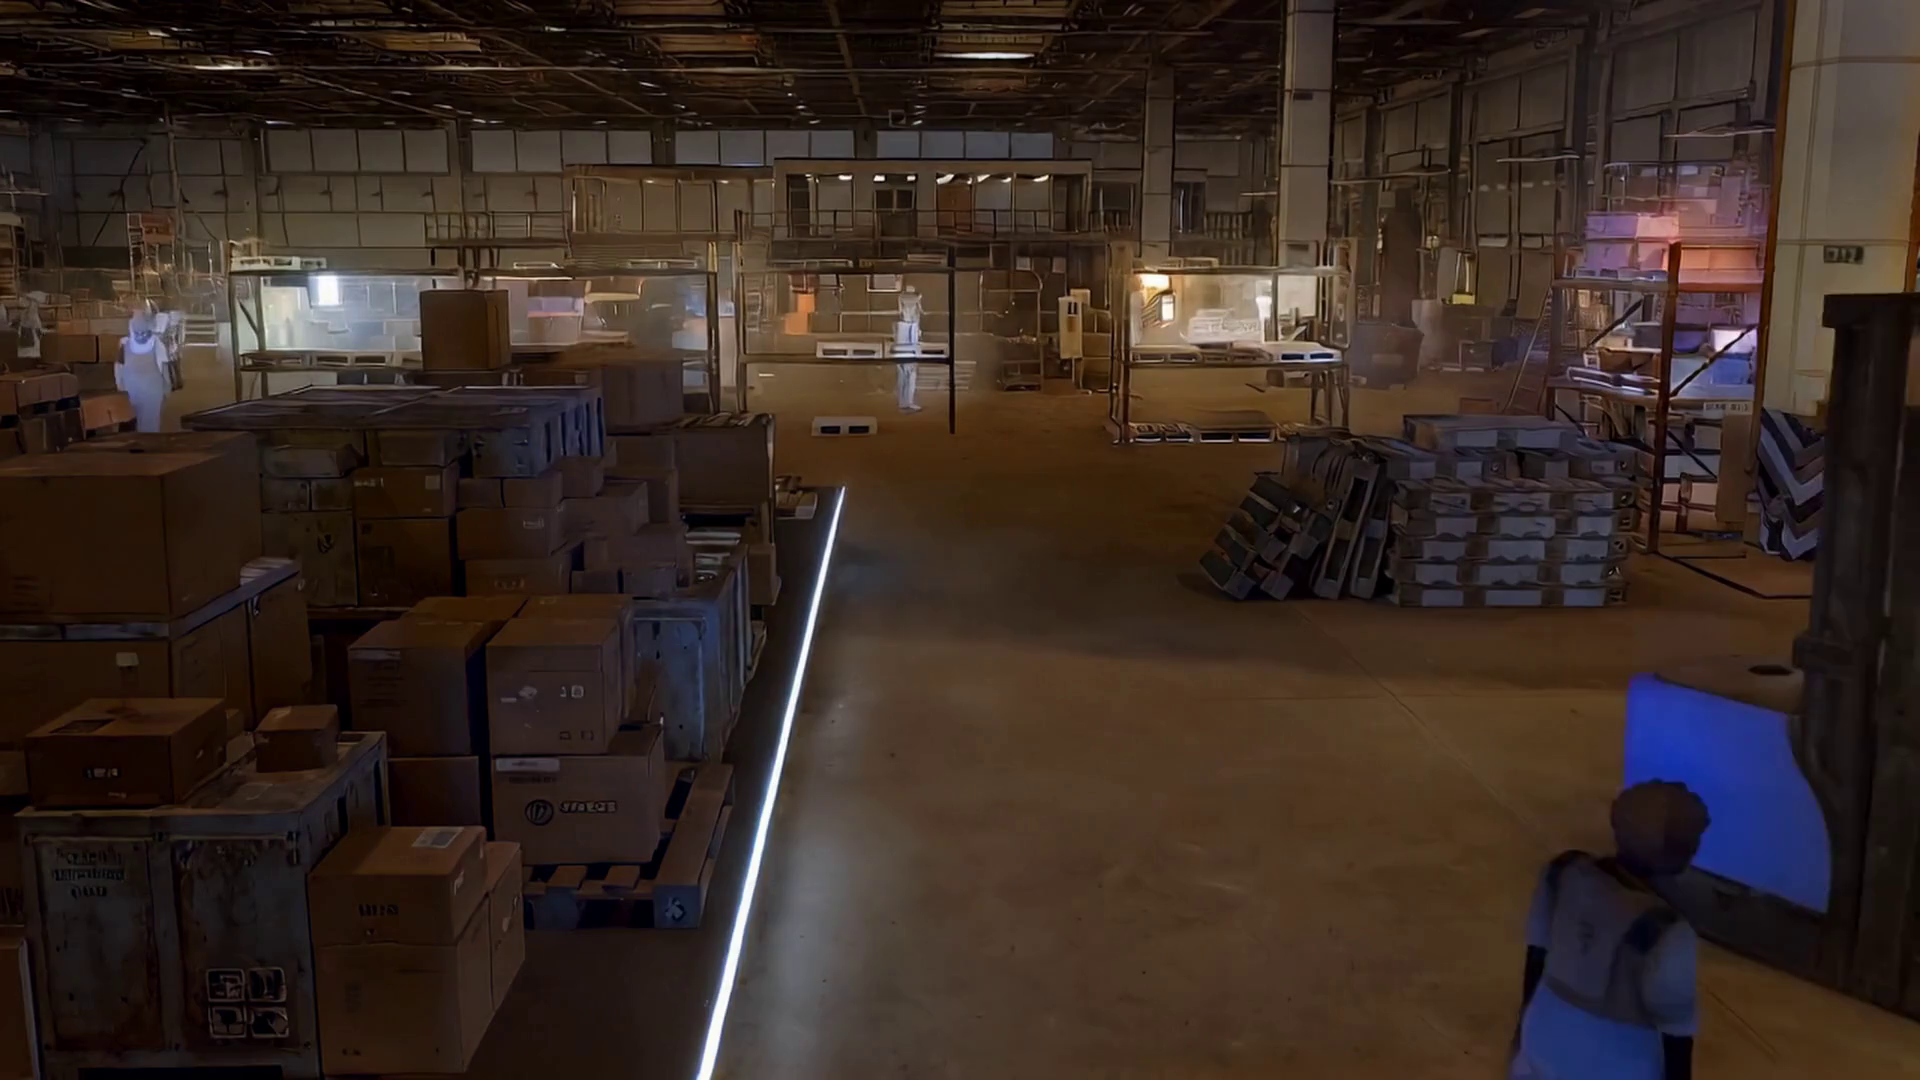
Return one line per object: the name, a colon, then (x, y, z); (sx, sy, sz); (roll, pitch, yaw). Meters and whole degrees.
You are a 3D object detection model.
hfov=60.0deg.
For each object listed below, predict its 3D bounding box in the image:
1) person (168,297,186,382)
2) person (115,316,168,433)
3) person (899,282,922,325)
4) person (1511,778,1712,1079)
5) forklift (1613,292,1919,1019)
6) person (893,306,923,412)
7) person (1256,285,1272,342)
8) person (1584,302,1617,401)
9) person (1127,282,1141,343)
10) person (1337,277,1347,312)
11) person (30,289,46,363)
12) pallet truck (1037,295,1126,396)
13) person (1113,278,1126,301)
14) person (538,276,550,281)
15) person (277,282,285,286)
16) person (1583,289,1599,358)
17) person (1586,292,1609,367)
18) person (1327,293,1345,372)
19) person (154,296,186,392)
person: (-17.152, -4.376, 36.296); (0.520, 1.836, 0.872); (-3, 11, -17)
person: (-11.665, -2.231, 23.749); (0.682, 2.000, 0.882); (-4, 11, -21)
person: (-1.366, -6.115, 45.674); (0.630, 1.940, 0.373); (0, 10, 1)
person: (1.674, 1.421, 4.471); (0.403, 1.659, 0.606); (-4, 11, -23)
forklift: (3.897, 0.368, 6.933); (1.129, 2.768, 1.873); (-6, 12, -30)
person: (-0.928, -3.234, 29.774); (0.584, 1.882, 0.344); (7, 12, 34)
person: (8.304, -5.998, 45.225); (0.530, 1.864, 0.313); (5, 11, 24)
person: (12.178, -3.565, 31.590); (0.612, 1.881, 0.960); (2, 10, 13)
person: (5.171, -6.778, 49.704); (0.431, 1.832, 0.644); (5, 11, 25)
person: (12.311, -7.551, 53.770); (0.781, 1.911, 0.634); (-6, 12, -30)
person: (-22.441, -5.166, 40.516); (0.505, 1.889, 0.575); (-3, 11, -14)
pallet truck: (2.483, -3.881, 33.060); (1.885, 1.965, 0.823); (-7, 13, -36)
person: (5.861, -8.826, 61.091); (0.603, 1.827, 1.006); (10, 14, 43)
person: (-18.729, -11.310, 74.952); (0.513, 1.822, 0.771); (-1, 10, -5)
person: (-19.737, -6.614, 48.672); (0.609, 1.879, 0.961); (0, 10, 1)
person: (15.766, -5.375, 41.458); (0.456, 1.964, 0.645); (9, 13, 41)
person: (15.059, -4.913, 39.244); (0.633, 1.841, 0.429); (-4, 11, -20)
person: (8.676, -4.802, 38.445); (0.602, 1.913, 0.528); (-7, 12, -33)
person: (-16.065, -3.969, 33.702); (0.613, 1.953, 0.392); (4, 11, 22)
